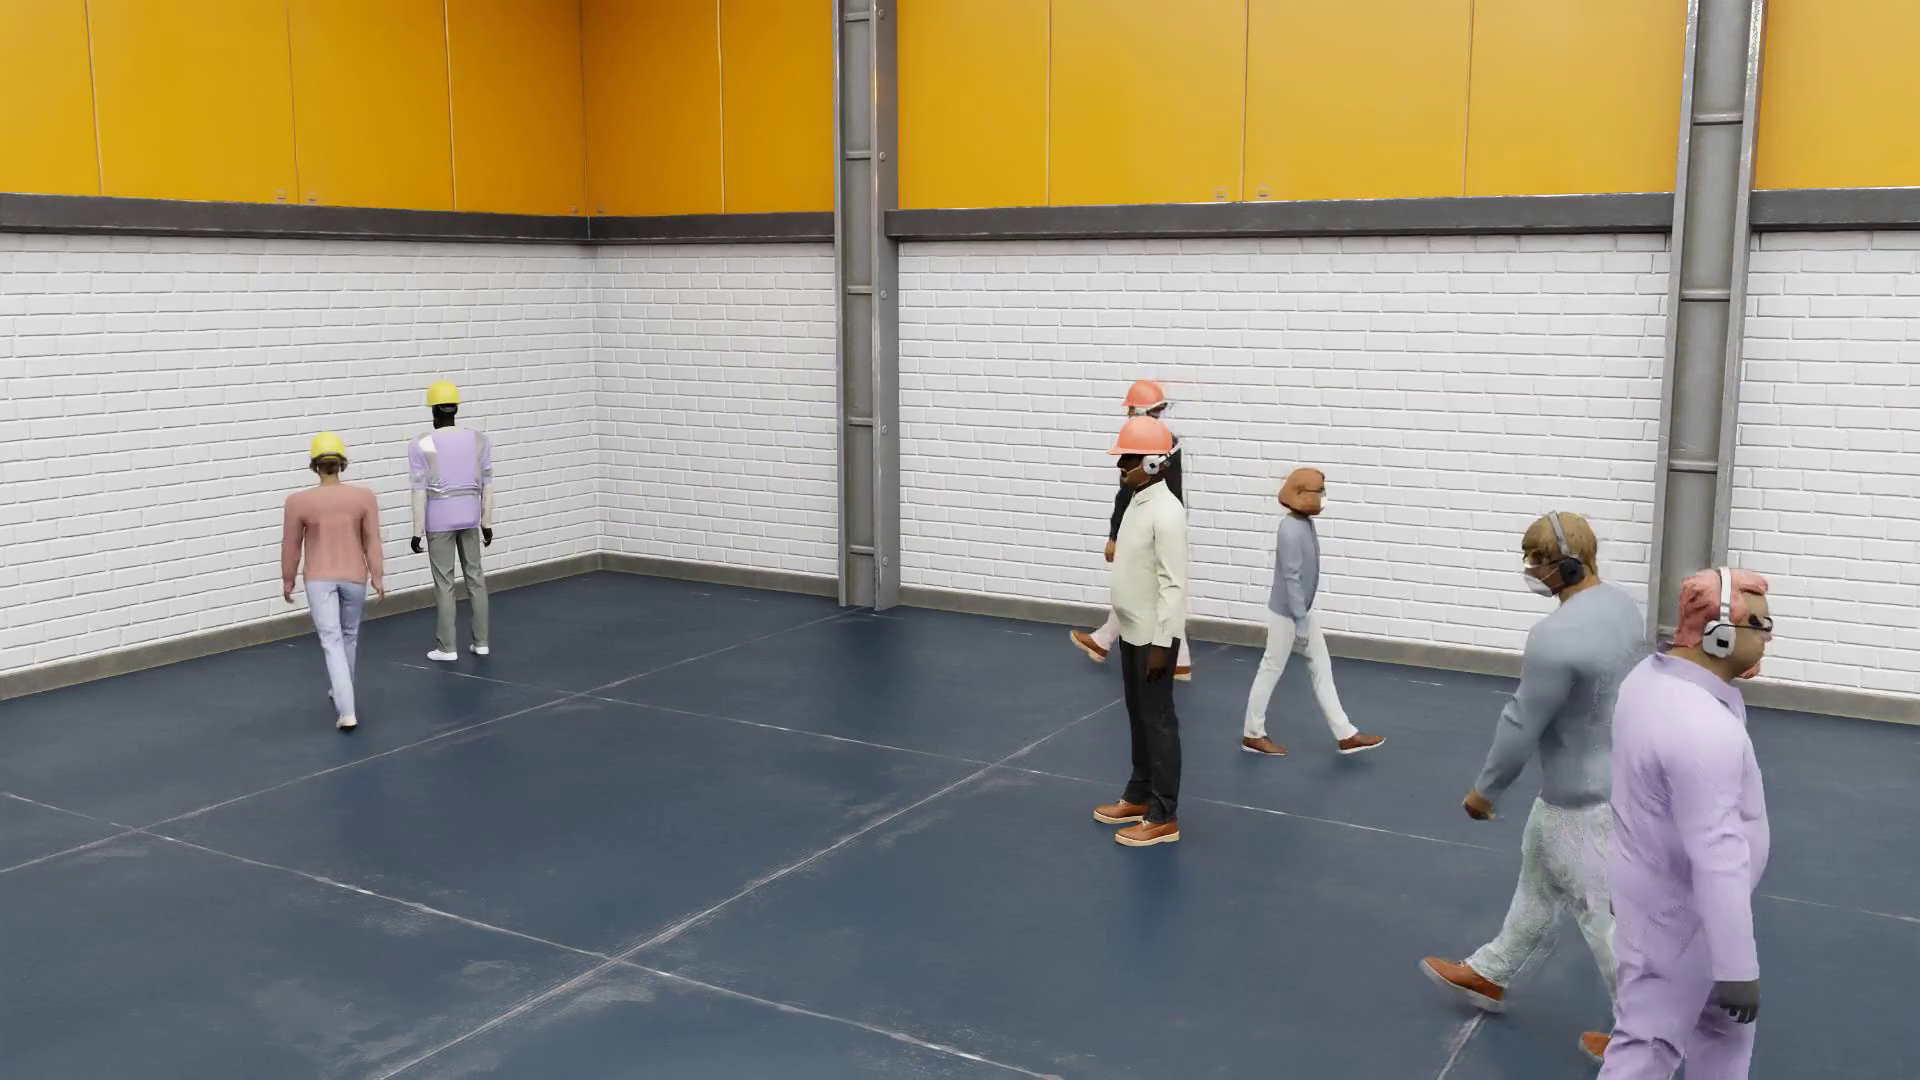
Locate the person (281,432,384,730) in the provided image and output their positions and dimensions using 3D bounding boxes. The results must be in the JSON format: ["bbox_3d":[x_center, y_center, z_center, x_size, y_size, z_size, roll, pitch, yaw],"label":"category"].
[{"bbox_3d":[-3.697,0.226,9.804,0.540,1.714,0.904,-6,11,-33],"label":"person"}]

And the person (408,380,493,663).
[{"bbox_3d":[-3.481,-0.126,11.368,0.594,1.922,0.386,-8,12,-42],"label":"person"}]

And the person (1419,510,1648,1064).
[{"bbox_3d":[1.988,0.828,5.567,0.903,1.874,0.650,7,11,36],"label":"person"}]

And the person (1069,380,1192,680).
[{"bbox_3d":[1.136,-0.073,10.961,0.990,1.942,0.647,6,11,31],"label":"person"}]

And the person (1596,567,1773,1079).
[{"bbox_3d":[2.044,1.004,4.445,0.772,1.878,0.685,2,9,13],"label":"person"}]

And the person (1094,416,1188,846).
[{"bbox_3d":[0.864,0.417,7.763,0.381,1.994,0.613,-2,9,-11],"label":"person"}]

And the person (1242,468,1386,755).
[{"bbox_3d":[1.921,0.409,9.007,0.816,1.595,0.529,4,10,25],"label":"person"}]
